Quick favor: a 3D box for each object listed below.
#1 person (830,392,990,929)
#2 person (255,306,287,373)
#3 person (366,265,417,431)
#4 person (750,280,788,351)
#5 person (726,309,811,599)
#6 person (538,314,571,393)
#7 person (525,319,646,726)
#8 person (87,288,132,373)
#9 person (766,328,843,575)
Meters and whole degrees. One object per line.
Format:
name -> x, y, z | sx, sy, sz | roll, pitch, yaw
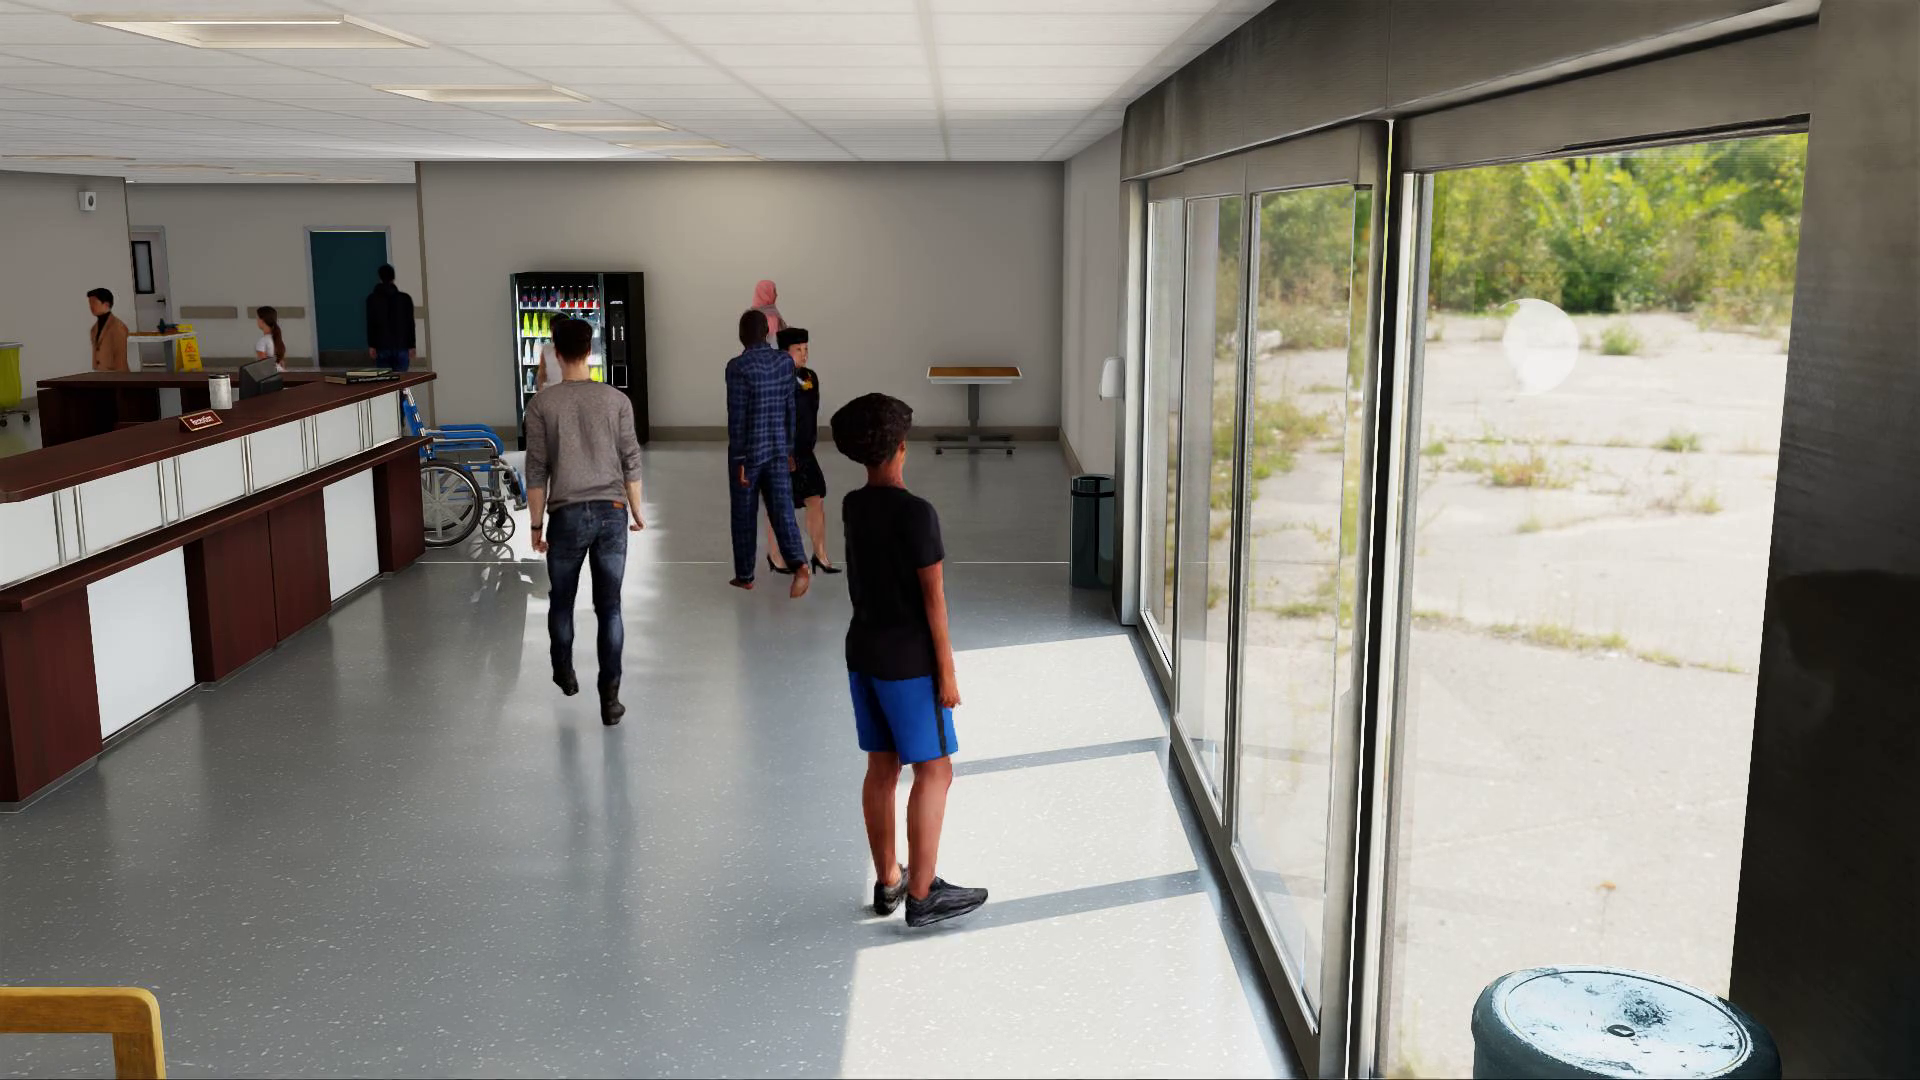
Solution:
person -> -0.209, 0.404, 5.579 | 0.826, 1.778, 0.780 | -6, 12, -29
person -> -6.652, -1.500, 16.233 | 1.013, 1.546, 0.719 | 3, 11, 16
person -> -6.436, -2.165, 18.858 | 0.686, 1.874, 0.815 | -3, 11, -17
person -> -1.869, -1.634, 16.246 | 0.755, 1.804, 0.737 | -6, 12, -29
person -> -1.191, -0.501, 10.326 | 1.179, 1.786, 1.106 | -7, 13, -31
person -> -3.601, -1.254, 15.014 | 0.958, 1.518, 0.758 | -2, 11, -11
person -> -1.725, -0.055, 7.753 | 1.075, 1.870, 0.941 | -2, 11, -13
person -> -7.968, -1.525, 15.829 | 1.131, 1.704, 1.025 | 5, 12, 25
person -> -1.185, -0.567, 11.036 | 1.005, 1.650, 0.942 | 10, 14, 41
